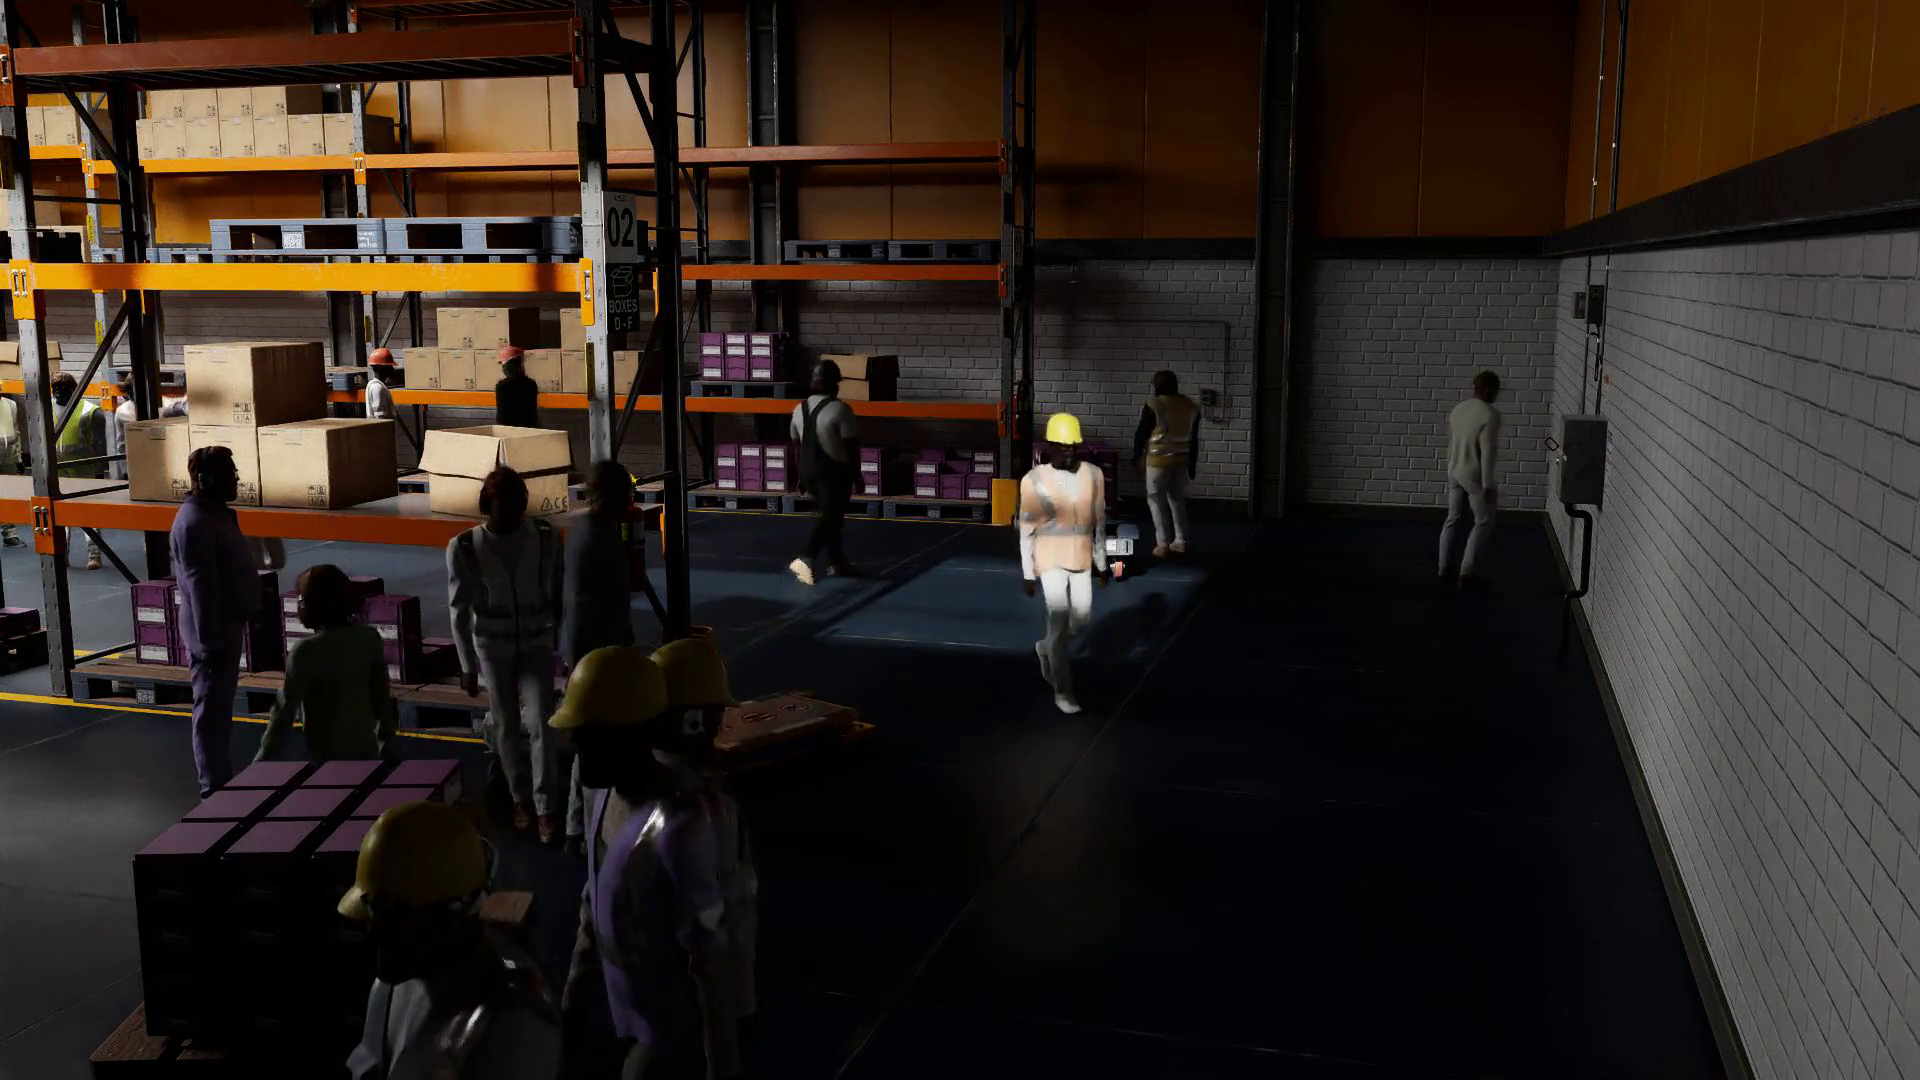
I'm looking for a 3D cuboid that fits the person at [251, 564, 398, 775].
[{"bbox_3d":[-2.668,0.885,6.983,0.906,1.575,0.499,3,10,15],"label":"person"}]

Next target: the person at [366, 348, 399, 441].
[{"bbox_3d":[-6.237,-1.110,18.053,0.361,1.935,0.553,-4,10,-22],"label":"person"}]

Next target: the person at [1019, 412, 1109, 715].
[{"bbox_3d":[0.640,0.122,10.649,0.600,1.905,0.685,-4,10,-25],"label":"person"}]

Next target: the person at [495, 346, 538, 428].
[{"bbox_3d":[-4.815,-1.115,18.020,0.455,1.963,0.622,6,11,32],"label":"person"}]

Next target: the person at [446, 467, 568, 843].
[{"bbox_3d":[-2.166,0.561,8.122,0.599,1.850,0.736,-3,10,-20],"label":"person"}]

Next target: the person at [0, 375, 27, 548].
[{"bbox_3d":[-9.572,-0.803,16.504,0.404,1.833,0.592,5,10,27],"label":"person"}]

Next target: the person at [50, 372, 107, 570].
[{"bbox_3d":[-8.258,-0.633,15.444,0.626,1.844,0.429,-2,9,-10],"label":"person"}]

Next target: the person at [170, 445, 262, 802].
[{"bbox_3d":[-3.795,0.464,8.556,0.399,1.910,0.643,-3,10,-18],"label":"person"}]

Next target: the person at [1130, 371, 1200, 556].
[{"bbox_3d":[1.990,-0.749,16.252,0.634,1.810,0.541,-6,11,-31],"label":"person"}]

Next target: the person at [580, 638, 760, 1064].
[{"bbox_3d":[-0.747,1.169,4.521,0.588,1.822,0.403,8,12,41],"label":"person"}]

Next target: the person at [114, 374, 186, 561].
[{"bbox_3d":[-7.642,-0.667,15.783,0.698,1.812,0.625,-2,10,-13],"label":"person"}]

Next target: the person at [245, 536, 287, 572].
[{"bbox_3d":[-5.459,-0.205,12.793,0.558,1.859,0.508,4,10,25],"label":"person"}]

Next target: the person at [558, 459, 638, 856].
[{"bbox_3d":[-1.714,0.570,7.965,0.486,1.892,0.703,-2,10,-12],"label":"person"}]

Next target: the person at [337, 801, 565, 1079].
[{"bbox_3d":[-0.944,1.370,3.397,0.900,1.799,0.600,-9,13,-44],"label":"person"}]

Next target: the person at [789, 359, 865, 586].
[{"bbox_3d":[-1.226,-0.630,14.818,0.688,2.000,0.946,9,13,44],"label":"person"}]

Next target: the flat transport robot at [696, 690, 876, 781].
[{"bbox_3d":[-1.202,1.123,9.513,0.652,0.197,1.431,8,12,39],"label":"flat transport robot"}]

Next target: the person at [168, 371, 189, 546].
[{"bbox_3d":[-7.708,-0.829,16.735,0.905,1.818,0.526,-8,12,-40],"label":"person"}]

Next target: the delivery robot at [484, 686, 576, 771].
[{"bbox_3d":[-2.190,1.029,8.936,0.707,0.478,0.477,-2,10,-13],"label":"delivery robot"}]

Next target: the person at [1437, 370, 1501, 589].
[{"bbox_3d":[4.489,-0.529,14.603,0.449,1.915,0.659,-4,10,-22],"label":"person"}]

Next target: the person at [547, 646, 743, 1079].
[{"bbox_3d":[-0.789,1.187,4.227,0.976,1.881,0.609,-4,10,-25],"label":"person"}]
